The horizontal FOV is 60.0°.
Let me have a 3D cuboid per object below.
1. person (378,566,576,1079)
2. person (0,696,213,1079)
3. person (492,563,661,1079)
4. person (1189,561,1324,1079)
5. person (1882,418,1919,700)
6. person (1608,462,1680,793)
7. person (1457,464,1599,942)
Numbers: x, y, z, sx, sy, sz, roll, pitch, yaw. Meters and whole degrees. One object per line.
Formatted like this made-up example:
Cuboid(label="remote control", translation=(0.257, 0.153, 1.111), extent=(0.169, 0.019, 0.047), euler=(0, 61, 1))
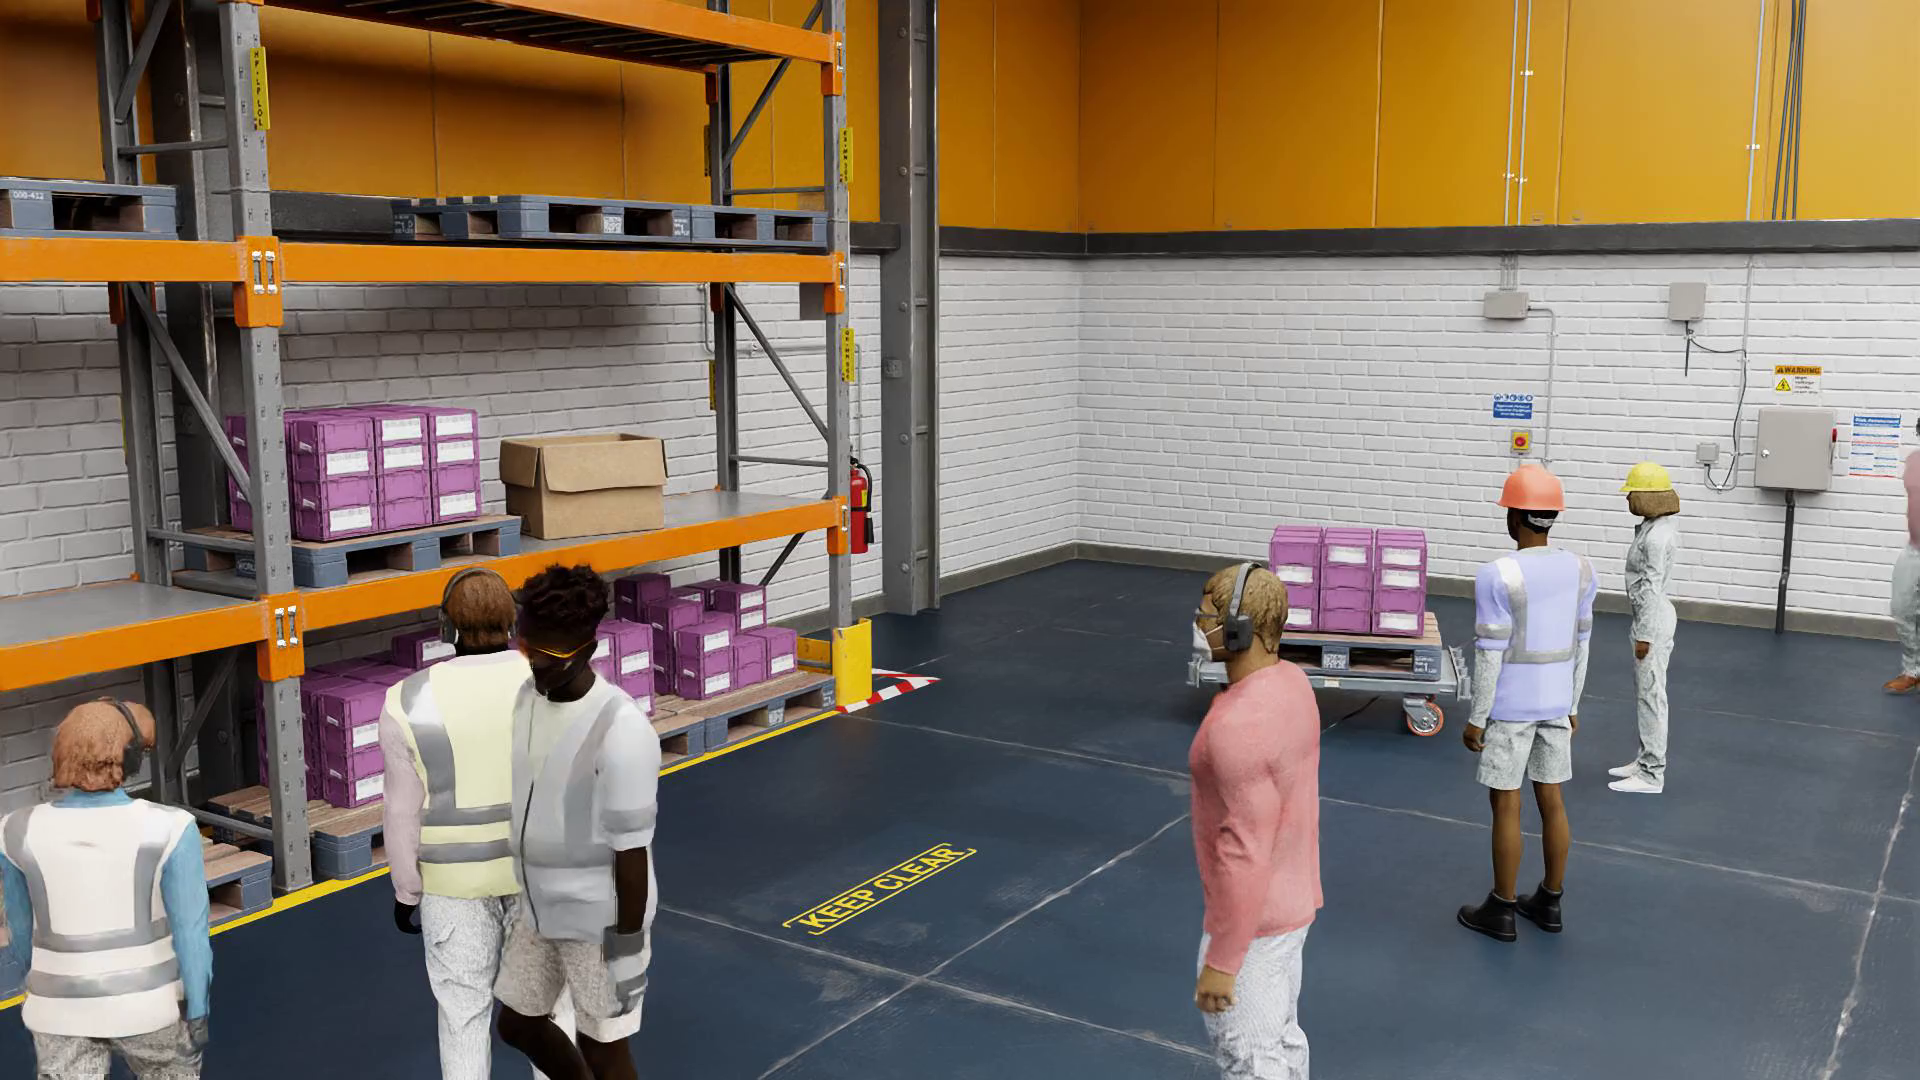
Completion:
Cuboid(label="person", translation=(-1.388, 0.987, 4.945), extent=(0.627, 1.844, 0.429), euler=(-5, 10, -27))
Cuboid(label="person", translation=(-2.176, 1.196, 4.311), extent=(0.507, 1.612, 0.636), euler=(-2, 9, -13))
Cuboid(label="person", translation=(-1.029, 1.005, 4.557), extent=(0.649, 1.931, 0.466), euler=(8, 12, 41))
Cuboid(label="person", translation=(0.772, 1.016, 4.443), extent=(0.372, 1.939, 0.629), euler=(4, 10, 23))
Cuboid(label="person", translation=(6.184, 0.106, 10.482), extent=(0.572, 1.896, 0.647), euler=(-1, 9, -9))
Cuboid(label="person", translation=(3.591, 0.456, 8.748), extent=(0.321, 1.737, 0.485), euler=(3, 9, 21))
Cuboid(label="person", translation=(2.285, 0.661, 6.756), extent=(0.543, 1.938, 0.357), euler=(-3, 9, -20))
